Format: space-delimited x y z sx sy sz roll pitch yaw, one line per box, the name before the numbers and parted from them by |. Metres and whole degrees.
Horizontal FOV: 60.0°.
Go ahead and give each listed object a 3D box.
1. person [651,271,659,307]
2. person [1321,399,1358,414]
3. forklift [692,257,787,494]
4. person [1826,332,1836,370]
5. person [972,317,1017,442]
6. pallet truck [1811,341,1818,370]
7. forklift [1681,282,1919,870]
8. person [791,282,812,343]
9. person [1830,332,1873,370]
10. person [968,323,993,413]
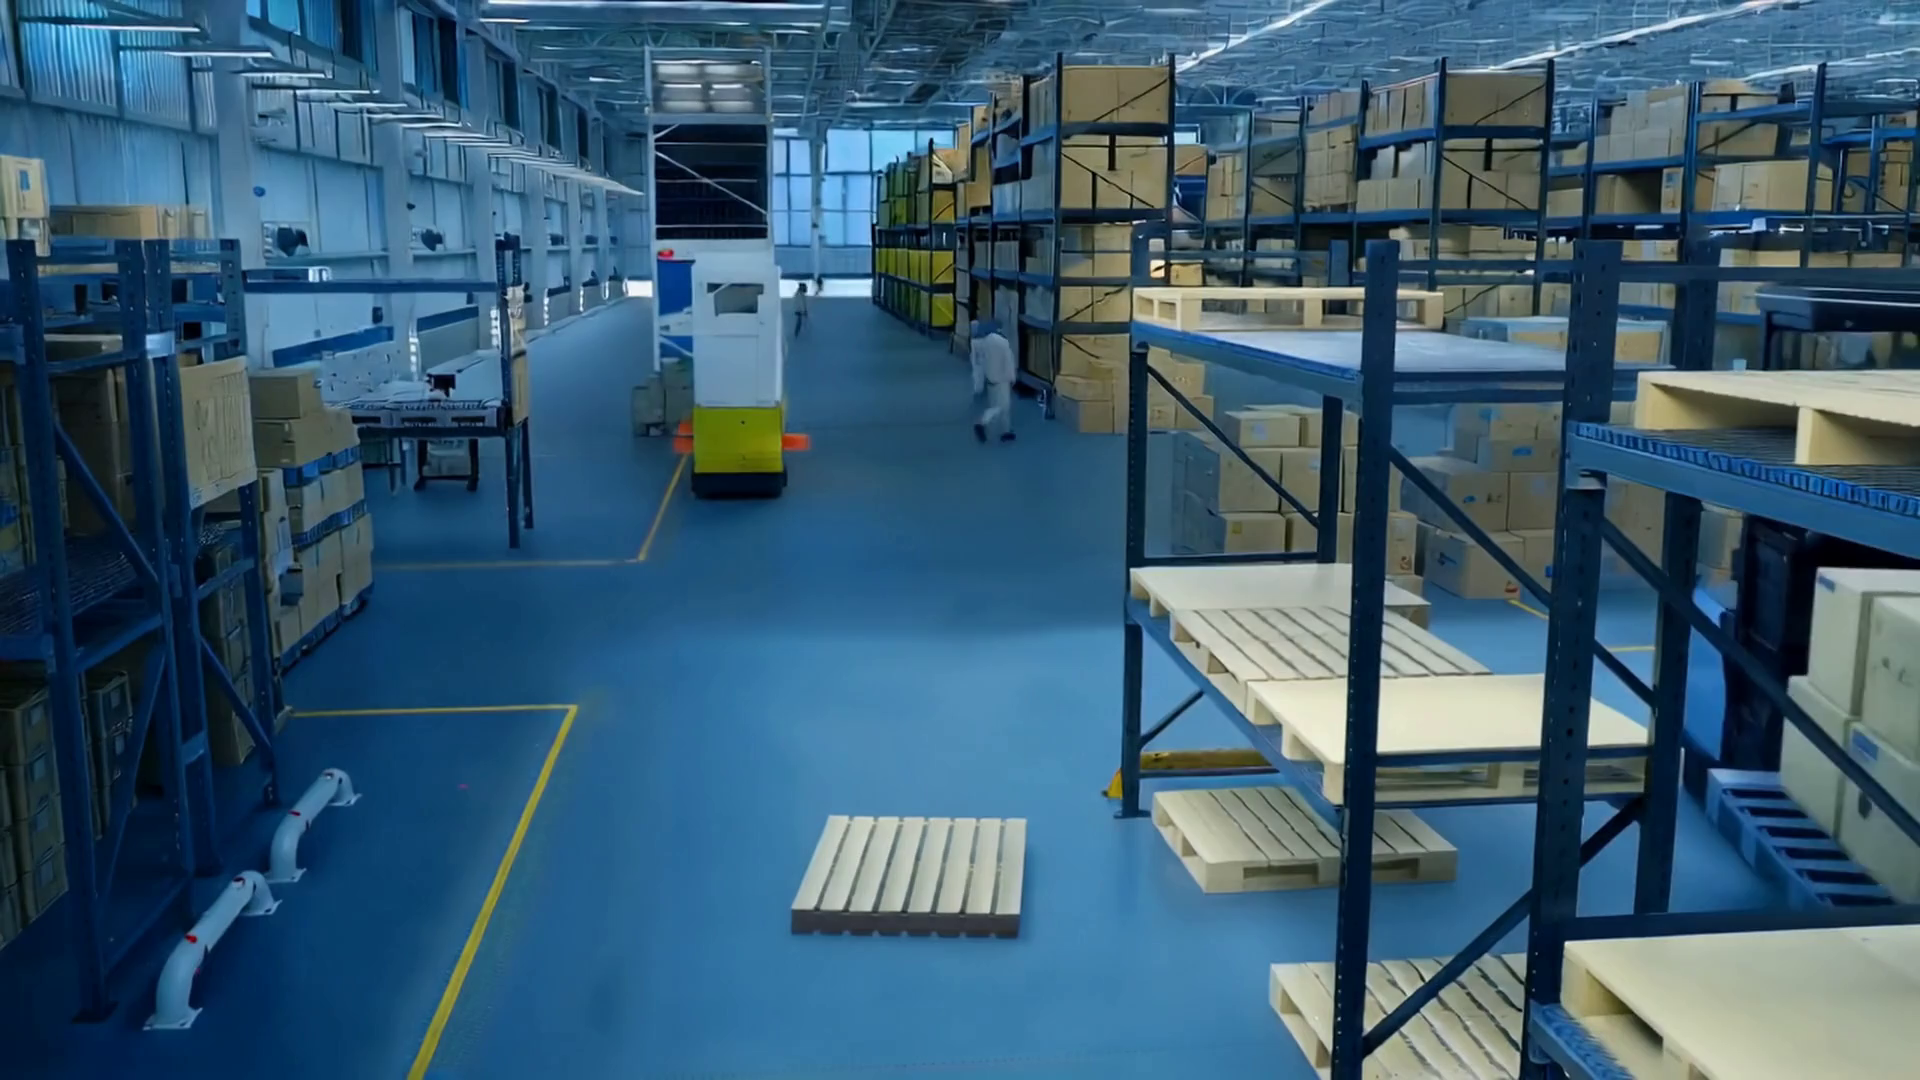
person | -13.914 -11.634 76.021 0.376 1.934 0.547 6 12 32
person | 4.771 -1.606 20.455 1.038 1.952 0.623 8 13 37
forklift | -2.704 -2.042 20.250 1.129 2.768 1.873 -1 10 -6
person | 14.841 -3.001 28.158 0.441 1.946 0.625 6 12 28
person | 0.531 -2.391 24.910 0.841 1.898 0.636 -7 12 -32
pallet truck | 15.846 -3.142 28.793 1.885 1.965 0.823 2 10 12
forklift | 4.488 0.073 8.529 1.129 2.768 1.873 2 10 9
person | -4.710 -6.713 49.162 0.627 1.804 0.866 3 11 17
person | 14.175 -2.671 26.442 0.651 1.904 0.401 0 10 0
person | 0.389 -2.945 28.729 0.576 1.624 0.483 -5 11 -24
